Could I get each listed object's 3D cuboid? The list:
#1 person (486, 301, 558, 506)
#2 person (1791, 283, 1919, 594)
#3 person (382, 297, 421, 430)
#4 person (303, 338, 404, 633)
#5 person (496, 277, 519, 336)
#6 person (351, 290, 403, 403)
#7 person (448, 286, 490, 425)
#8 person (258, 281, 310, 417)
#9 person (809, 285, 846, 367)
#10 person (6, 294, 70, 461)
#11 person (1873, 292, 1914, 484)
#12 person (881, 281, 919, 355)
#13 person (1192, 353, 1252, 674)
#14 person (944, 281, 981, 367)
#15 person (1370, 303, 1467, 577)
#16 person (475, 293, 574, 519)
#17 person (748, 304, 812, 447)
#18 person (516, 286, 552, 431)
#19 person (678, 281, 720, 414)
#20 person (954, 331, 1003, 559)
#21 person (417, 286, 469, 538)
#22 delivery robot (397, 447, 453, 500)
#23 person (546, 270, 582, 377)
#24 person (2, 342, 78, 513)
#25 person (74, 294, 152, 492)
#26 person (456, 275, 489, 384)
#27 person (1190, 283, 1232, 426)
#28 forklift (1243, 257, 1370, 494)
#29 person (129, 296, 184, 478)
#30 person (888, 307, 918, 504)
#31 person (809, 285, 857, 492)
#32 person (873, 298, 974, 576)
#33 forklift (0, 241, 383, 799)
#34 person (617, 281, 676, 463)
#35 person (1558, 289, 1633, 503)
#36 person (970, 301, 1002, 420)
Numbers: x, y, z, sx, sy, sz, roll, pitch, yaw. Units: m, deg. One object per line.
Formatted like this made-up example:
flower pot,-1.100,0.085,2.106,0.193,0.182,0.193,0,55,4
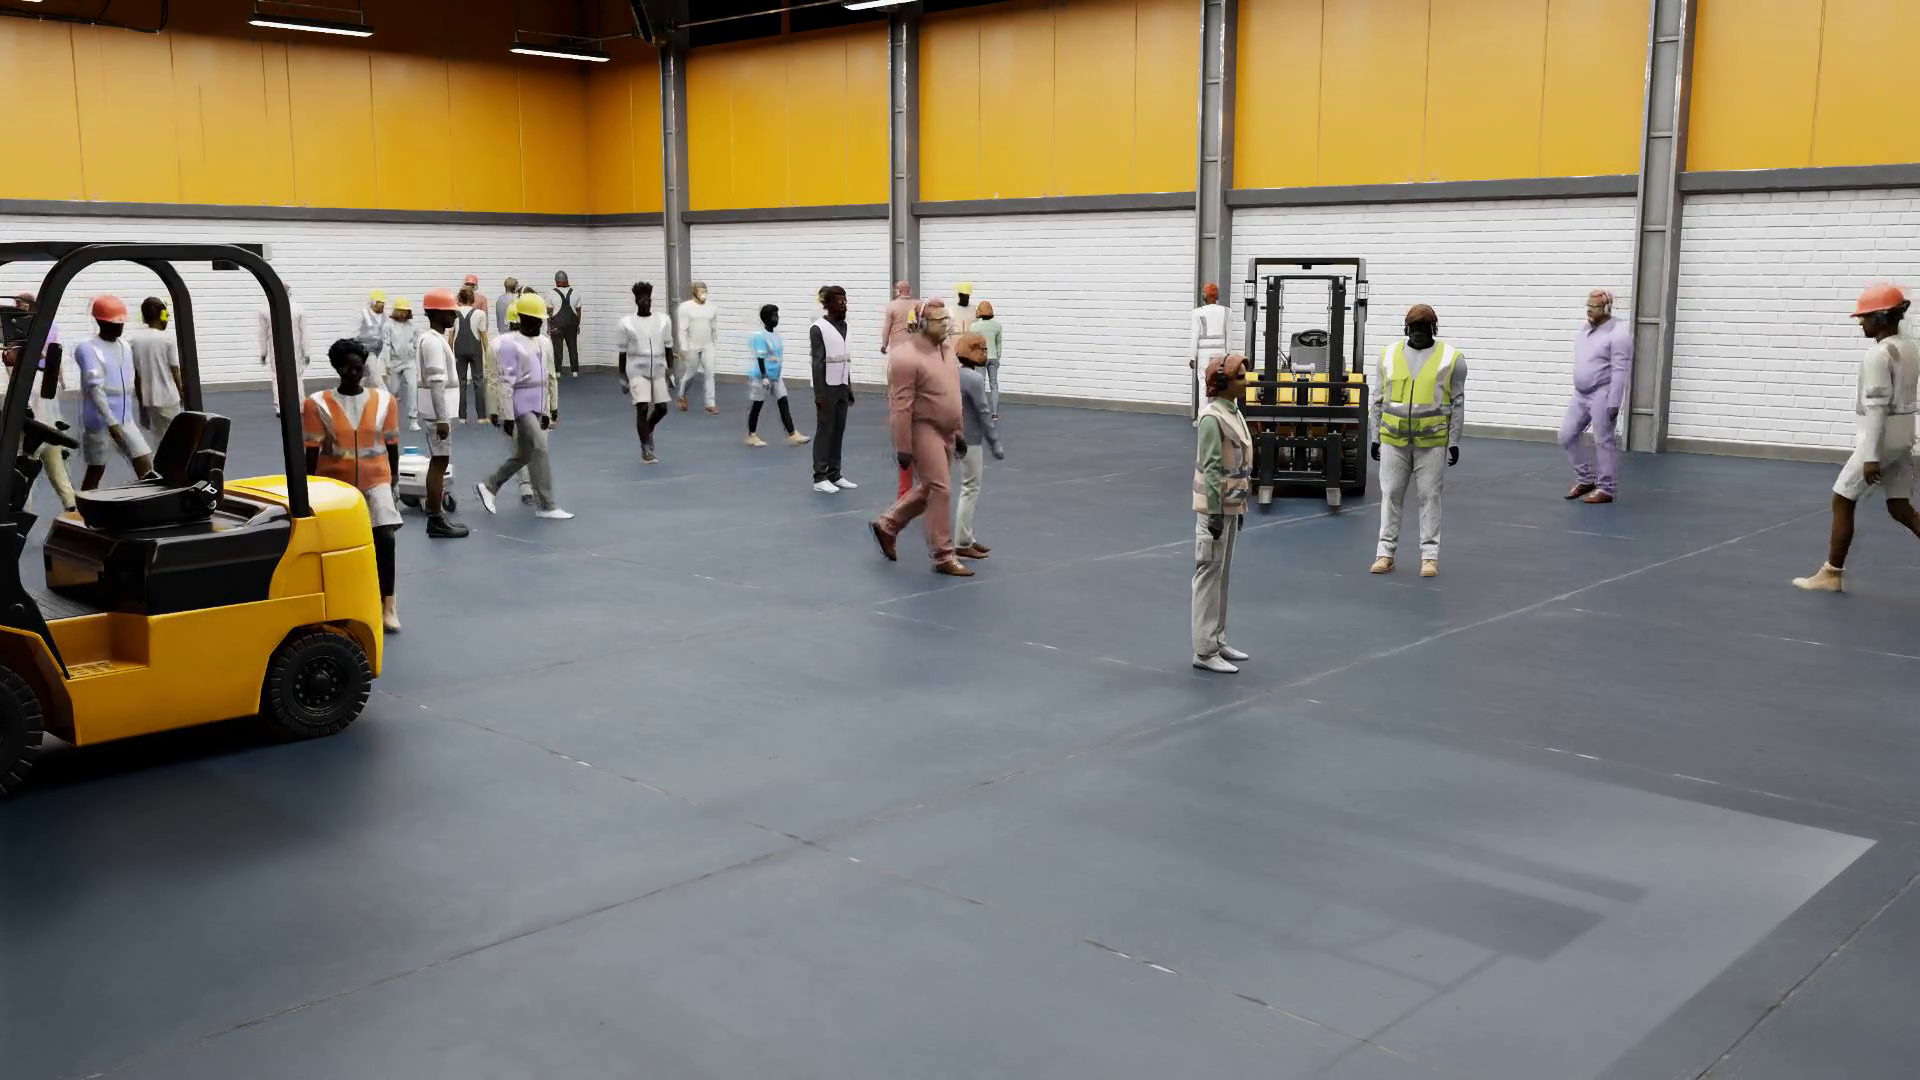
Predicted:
person,-3.862,-1.210,14.692,0.607,1.801,0.652,-4,10,-22
person,5.819,-0.593,10.324,0.624,1.999,1.007,-7,12,-38
person,-7.239,-2.284,21.503,0.489,1.716,0.722,-6,11,-35
person,-3.407,-0.288,9.377,0.544,1.683,0.527,-4,10,-24
person,-7.344,-3.328,27.230,0.635,1.937,0.353,9,13,43
person,-8.905,-2.902,25.206,1.008,1.747,0.598,4,10,22
person,-6.513,-2.437,22.052,0.516,1.843,0.327,-1,9,-6
person,-9.430,-2.665,23.281,0.651,1.910,0.403,-2,10,-13
person,-1.773,-2.527,22.577,0.561,1.855,0.458,0,9,-2
person,-9.933,-1.740,17.923,0.599,1.794,0.919,-8,12,-41
person,8.953,-1.480,16.063,0.572,1.886,0.354,-8,12,-41
person,-0.839,-2.900,24.751,0.651,1.890,0.457,-6,11,-31
person,1.357,-0.146,8.629,0.309,1.641,0.514,4,10,21
person,0.008,-2.826,24.270,0.603,1.905,0.685,-2,10,-13
person,3.074,-0.671,11.244,0.621,1.841,0.429,4,10,24
person,-3.669,-1.113,13.853,0.899,1.884,0.589,2,10,14
person,-2.127,-1.875,19.161,0.850,1.649,0.545,4,10,25
person,-5.494,-2.301,21.230,0.617,1.849,0.538,4,10,23
person,-3.780,-2.771,23.929,0.631,1.909,0.888,-6,11,-32
person,0.088,-0.672,11.885,0.344,1.629,0.513,-3,10,-16
person,-3.996,-0.985,12.871,0.373,1.934,0.551,-3,10,-19
delivery robot,-4.662,-0.551,14.145,0.707,0.478,0.477,5,10,27
person,-7.615,-4.134,31.860,0.688,2.000,0.539,-6,11,-31
person,-6.935,-0.722,12.299,0.852,1.592,0.503,-1,9,-3
person,-6.301,-0.899,12.536,0.952,1.879,0.541,3,10,16
person,-8.844,-3.808,30.139,0.632,1.989,0.663,-2,9,-9
person,3.284,-2.418,21.813,0.573,1.887,0.356,-2,10,-15
forklift,3.309,-1.629,16.029,1.214,2.155,2.313,2,9,11
person,-6.704,-1.113,13.929,0.569,1.842,0.487,3,10,18
person,-0.343,-1.066,13.877,0.525,1.772,0.309,2,9,9
person,-1.200,-1.413,15.550,0.371,1.916,0.597,5,10,27
person,-0.260,-0.715,11.384,0.831,1.885,0.640,5,10,28
forklift,-3.706,-0.171,7.093,1.214,2.155,2.313,9,13,43
person,-3.388,-1.808,17.886,0.620,1.945,0.612,-5,11,-29
person,5.587,-1.254,14.652,0.515,1.887,0.669,-3,10,-17
person,0.348,-2.445,22.749,0.499,1.633,0.285,-6,11,-31
